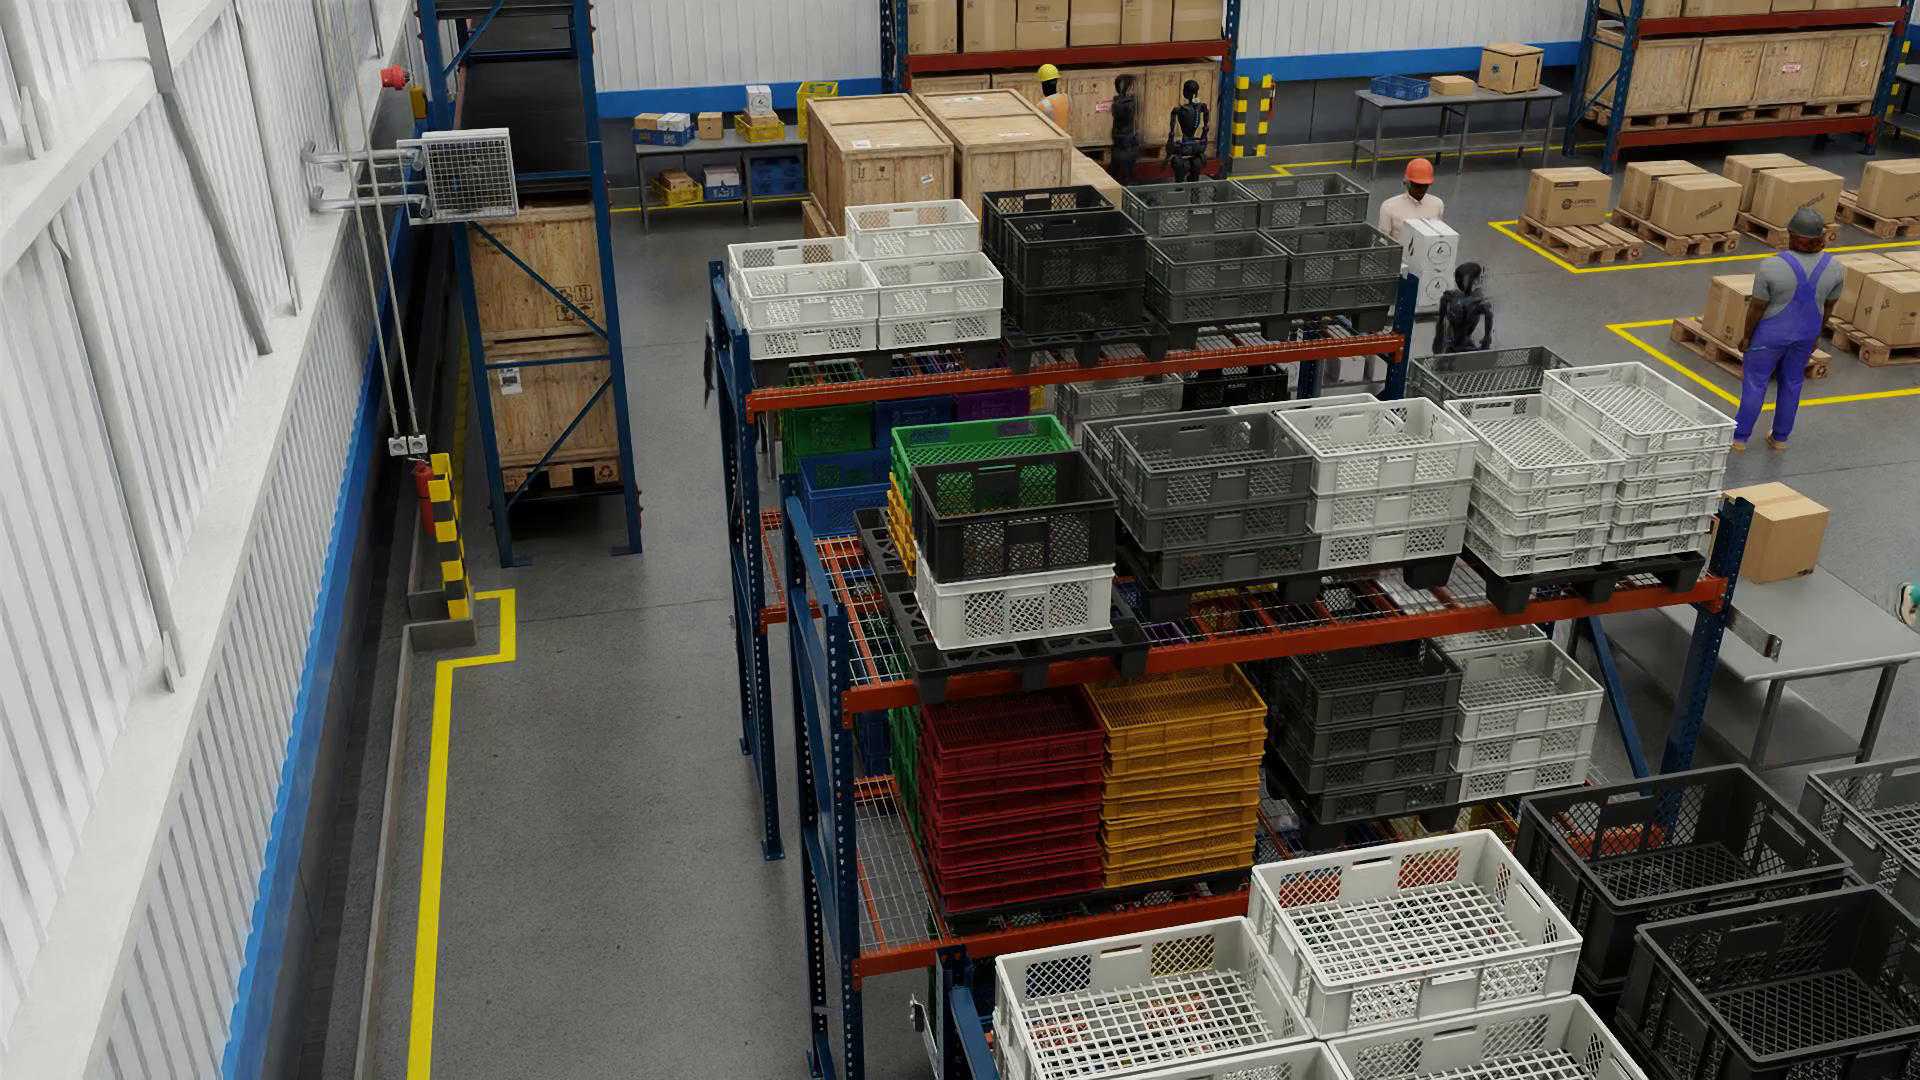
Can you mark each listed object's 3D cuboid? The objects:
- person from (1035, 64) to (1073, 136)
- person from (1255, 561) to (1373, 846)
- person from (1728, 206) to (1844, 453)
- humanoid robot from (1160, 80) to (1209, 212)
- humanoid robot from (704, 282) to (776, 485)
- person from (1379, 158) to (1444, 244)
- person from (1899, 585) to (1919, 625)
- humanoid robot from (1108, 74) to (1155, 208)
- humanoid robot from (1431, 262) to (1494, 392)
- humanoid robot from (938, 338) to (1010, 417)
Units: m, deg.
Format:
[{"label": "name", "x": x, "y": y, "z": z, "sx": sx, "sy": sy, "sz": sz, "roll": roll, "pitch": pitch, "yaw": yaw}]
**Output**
[{"label": "person", "x": 0.989, "y": -4.289, "z": 18.417, "sx": 0.378, "sy": 1.916, "sz": 0.585, "roll": 21, "pitch": 35, "yaw": 35}, {"label": "person", "x": 1.914, "y": 0.813, "z": 8.797, "sx": 0.741, "sy": 1.865, "sz": 0.590, "roll": 8, "pitch": 29, "yaw": 15}, {"label": "person", "x": 6.571, "y": -1.685, "z": 13.344, "sx": 0.681, "sy": 2.000, "sz": 0.537, "roll": -1, "pitch": 28, "yaw": -1}, {"label": "humanoid robot", "x": 2.561, "y": -4.357, "z": 18.787, "sx": 0.603, "sy": 1.657, "sz": 0.318, "roll": -16, "pitch": 32, "yaw": -27}, {"label": "humanoid robot", "x": -1.684, "y": -1.227, "z": 12.890, "sx": 0.594, "sy": 1.642, "sz": 0.633, "roll": -11, "pitch": 30, "yaw": -19}, {"label": "person", "x": 3.962, "y": -2.408, "z": 14.766, "sx": 0.610, "sy": 1.994, "sz": 0.392, "roll": -6, "pitch": 28, "yaw": -12}, {"label": "person", "x": 6.582, "y": -0.077, "z": 10.622, "sx": 0.546, "sy": 1.724, "sz": 0.667, "roll": -16, "pitch": 32, "yaw": -27}, {"label": "humanoid robot", "x": 1.948, "y": -4.569, "z": 19.221, "sx": 0.624, "sy": 1.634, "sz": 0.581, "roll": -11, "pitch": 30, "yaw": -19}, {"label": "humanoid robot", "x": 4.067, "y": -1.438, "z": 13.325, "sx": 0.718, "sy": 1.631, "sz": 0.611, "roll": -20, "pitch": 34, "yaw": -32}, {"label": "humanoid robot", "x": 0.099, "y": -1.084, "z": 12.577, "sx": 0.608, "sy": 1.657, "sz": 0.312, "roll": 3, "pitch": 28, "yaw": 6}]
